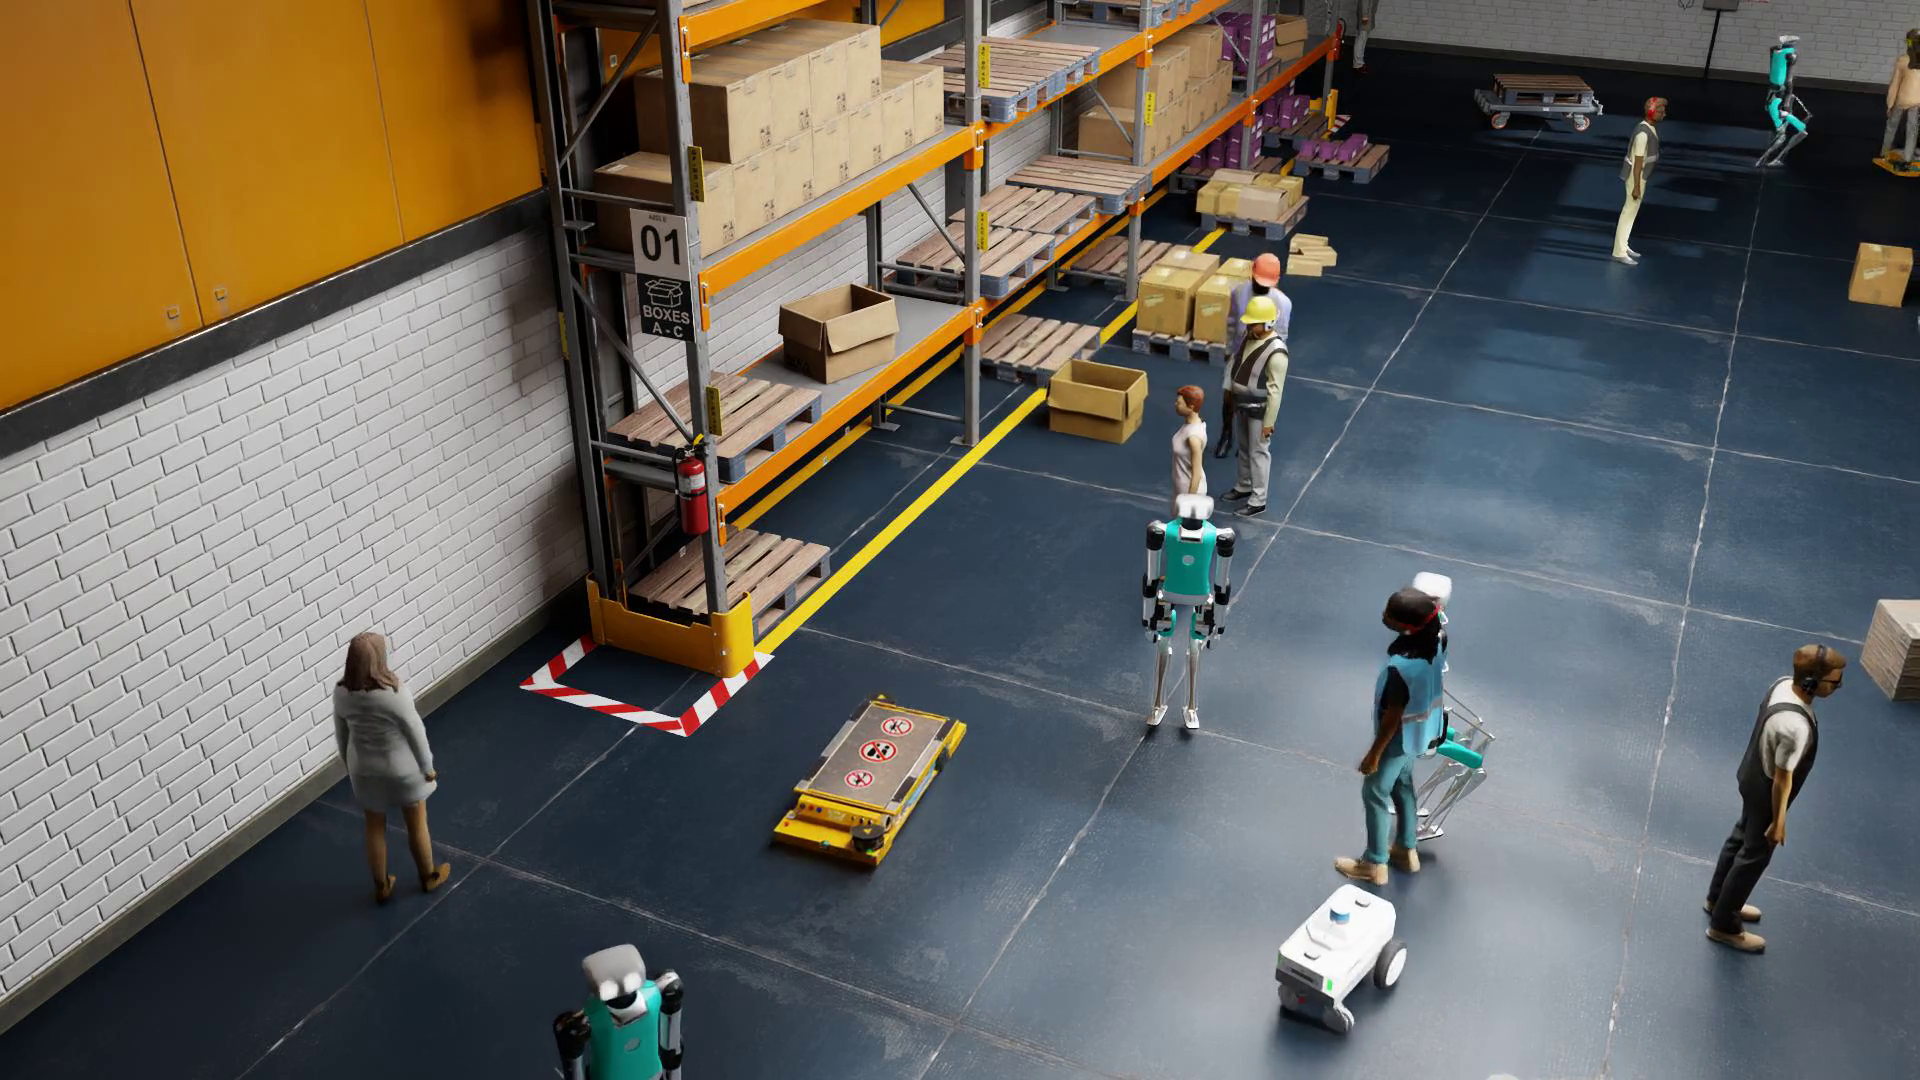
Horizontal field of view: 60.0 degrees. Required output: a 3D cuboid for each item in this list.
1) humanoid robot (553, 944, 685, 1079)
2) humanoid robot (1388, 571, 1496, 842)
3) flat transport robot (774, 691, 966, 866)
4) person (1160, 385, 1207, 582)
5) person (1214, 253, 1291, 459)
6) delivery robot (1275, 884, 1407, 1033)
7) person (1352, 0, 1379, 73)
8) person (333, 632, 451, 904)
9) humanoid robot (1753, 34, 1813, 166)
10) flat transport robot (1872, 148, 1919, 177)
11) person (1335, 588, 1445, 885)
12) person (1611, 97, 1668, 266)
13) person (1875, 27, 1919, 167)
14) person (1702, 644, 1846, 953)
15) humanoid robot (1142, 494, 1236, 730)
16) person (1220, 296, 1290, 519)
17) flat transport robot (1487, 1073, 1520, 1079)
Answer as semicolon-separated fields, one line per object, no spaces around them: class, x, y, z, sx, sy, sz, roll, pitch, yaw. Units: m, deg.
humanoid robot;-1.521;2.265;7.019;0.536;1.764;1.000;-19;34;-31
humanoid robot;2.741;0.938;9.302;0.735;1.677;0.533;-2;28;-5
flat transport robot;-0.517;1.418;10.099;0.659;0.231;1.431;10;30;19
person;1.619;-0.332;11.874;0.269;1.659;0.461;1;28;1
person;2.444;-1.515;13.833;0.586;1.887;0.565;17;33;28
delivery robot;1.948;2.105;8.536;0.517;0.606;0.777;22;35;35
person;6.577;-8.499;26.839;0.367;1.836;0.503;12;31;21
person;-3.091;1.229;8.994;0.500;1.663;0.361;2;28;3
humanoid robot;10.867;-5.697;21.768;0.760;1.803;0.534;-2;28;-3
flat transport robot;12.925;-4.972;21.947;1.431;0.231;0.659;0;28;-1
person;2.410;1.081;9.065;0.380;1.871;0.556;22;35;34
person;7.529;-4.002;18.487;0.377;1.843;0.569;13;31;22
person;12.407;-5.750;21.753;0.567;1.829;0.978;5;29;10
person;4.205;1.324;8.629;0.336;1.837;0.508;8;29;14
humanoid robot;1.405;0.374;10.343;0.533;1.681;0.735;5;29;9
person;2.310;-1.053;13.050;0.403;1.824;0.588;-8;29;-15
flat transport robot;2.719;2.955;7.249;0.659;0.231;1.431;3;28;5
